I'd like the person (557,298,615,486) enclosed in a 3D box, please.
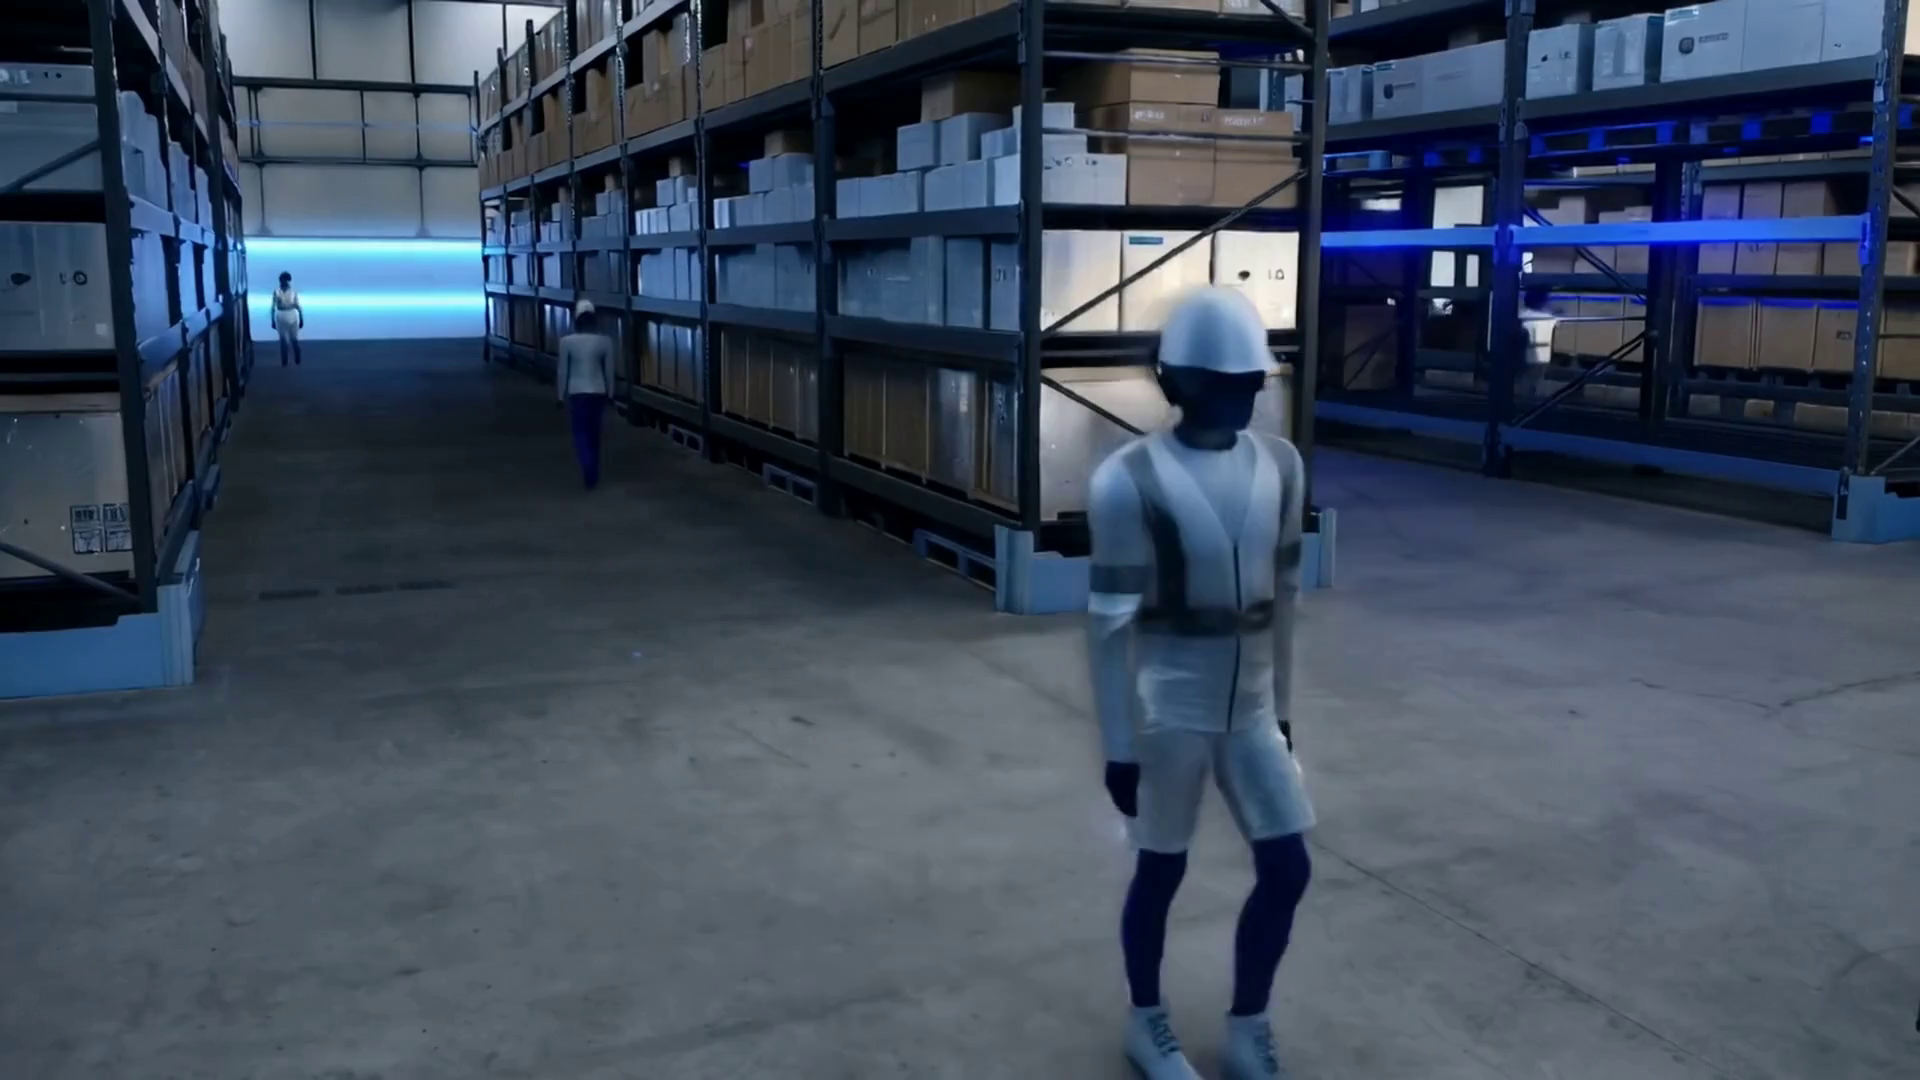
[{"bbox_3d":[-3.465,-1.375,15.496,0.531,1.739,0.737,-5,11,-25],"label":"person"}]

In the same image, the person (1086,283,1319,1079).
[{"bbox_3d":[0.616,0.417,3.928,0.630,2.017,0.698,-5,11,-26],"label":"person"}]

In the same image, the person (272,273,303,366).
[{"bbox_3d":[-13.645,-4.479,33.783,0.567,1.869,1.043,-2,10,-14],"label":"person"}]

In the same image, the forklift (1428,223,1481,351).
[{"bbox_3d":[10.010,-4.757,32.354,1.129,2.768,1.873,-4,10,-22],"label":"forklift"}]

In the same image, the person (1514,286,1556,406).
[{"bbox_3d":[6.670,-2.029,19.224,0.582,1.808,0.848,-5,11,-28],"label":"person"}]
